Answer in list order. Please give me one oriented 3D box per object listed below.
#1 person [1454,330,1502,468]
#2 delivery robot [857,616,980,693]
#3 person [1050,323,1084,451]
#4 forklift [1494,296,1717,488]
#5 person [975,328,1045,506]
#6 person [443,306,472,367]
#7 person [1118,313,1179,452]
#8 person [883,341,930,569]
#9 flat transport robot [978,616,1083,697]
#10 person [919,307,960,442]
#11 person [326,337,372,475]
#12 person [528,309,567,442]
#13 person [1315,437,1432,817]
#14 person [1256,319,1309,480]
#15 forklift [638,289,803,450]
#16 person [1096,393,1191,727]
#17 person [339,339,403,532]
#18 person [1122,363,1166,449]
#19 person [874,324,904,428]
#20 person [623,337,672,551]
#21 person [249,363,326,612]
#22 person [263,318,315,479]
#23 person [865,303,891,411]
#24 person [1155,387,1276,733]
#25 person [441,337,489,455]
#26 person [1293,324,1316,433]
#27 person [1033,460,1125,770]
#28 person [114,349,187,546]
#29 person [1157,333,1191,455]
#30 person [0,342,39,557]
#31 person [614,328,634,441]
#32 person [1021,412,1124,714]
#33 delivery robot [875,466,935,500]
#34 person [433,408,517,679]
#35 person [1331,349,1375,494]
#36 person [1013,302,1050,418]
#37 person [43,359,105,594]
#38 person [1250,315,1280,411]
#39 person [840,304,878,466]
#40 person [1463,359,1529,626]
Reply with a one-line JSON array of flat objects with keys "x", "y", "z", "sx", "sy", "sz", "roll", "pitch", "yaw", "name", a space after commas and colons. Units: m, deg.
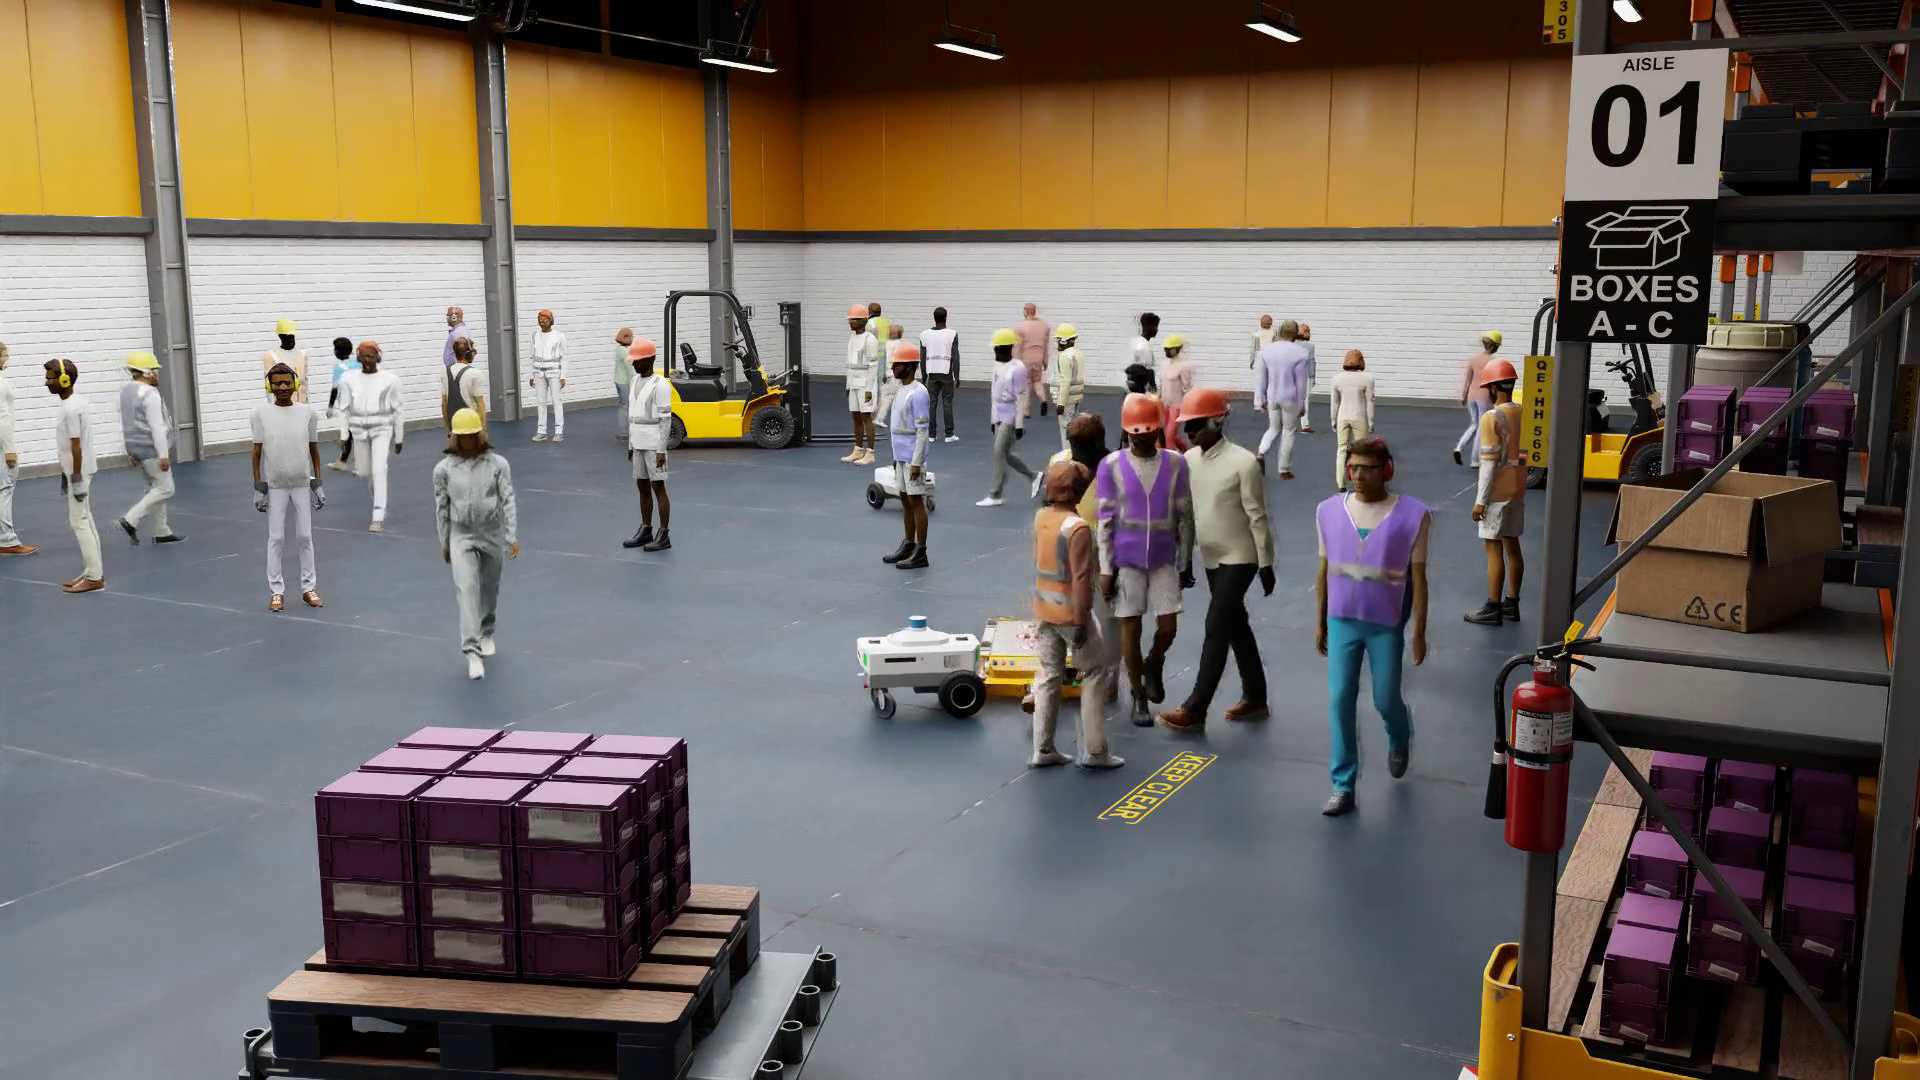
[{"x": 6.494, "y": -1.741, "z": 20.692, "sx": 0.486, "sy": 1.738, "sz": 0.541, "roll": -5, "pitch": 11, "yaw": -27, "name": "person"}, {"x": -0.248, "y": 0.689, "z": 9.766, "sx": 0.707, "sy": 0.478, "sz": 0.477, "roll": -1, "pitch": 10, "yaw": -8, "name": "delivery robot"}, {"x": 1.301, "y": -1.720, "z": 20.291, "sx": 0.404, "sy": 1.830, "sz": 0.599, "roll": 4, "pitch": 10, "yaw": 21, "name": "person"}, {"x": 7.296, "y": -1.677, "z": 18.993, "sx": 2.313, "sy": 2.155, "sz": 1.214, "roll": 5, "pitch": 11, "yaw": 27, "name": "forklift"}, {"x": 0.553, "y": -1.313, "z": 17.745, "sx": 0.799, "sy": 1.899, "sz": 0.595, "roll": -4, "pitch": 11, "yaw": -24, "name": "person"}, {"x": -7.339, "y": -2.452, "z": 24.312, "sx": 0.404, "sy": 1.911, "sz": 0.636, "roll": -2, "pitch": 10, "yaw": -9, "name": "person"}, {"x": 2.462, "y": -1.951, "z": 21.393, "sx": 0.975, "sy": 1.909, "sz": 0.621, "roll": -1, "pitch": 10, "yaw": -6, "name": "person"}, {"x": -0.453, "y": -0.722, "z": 14.204, "sx": 0.362, "sy": 1.939, "sz": 0.542, "roll": -4, "pitch": 11, "yaw": -21, "name": "person"}, {"x": 0.468, "y": 0.727, "z": 10.642, "sx": 0.652, "sy": 0.197, "sz": 1.431, "roll": 1, "pitch": 10, "yaw": 4, "name": "flat transport robot"}, {"x": -0.285, "y": -2.354, "z": 23.711, "sx": 0.587, "sy": 1.920, "sz": 0.392, "roll": 3, "pitch": 10, "yaw": 17, "name": "person"}, {"x": -7.472, "y": -1.611, "z": 20.117, "sx": 0.778, "sy": 1.660, "sz": 0.549, "roll": 1, "pitch": 10, "yaw": 8, "name": "person"}, {"x": -5.884, "y": -2.340, "z": 23.728, "sx": 0.575, "sy": 1.885, "sz": 0.355, "roll": 2, "pitch": 10, "yaw": 11, "name": "person"}, {"x": 2.010, "y": 0.390, "z": 8.104, "sx": 0.579, "sy": 1.820, "sz": 0.744, "roll": 6, "pitch": 11, "yaw": 31, "name": "person"}, {"x": 3.787, "y": -1.641, "z": 19.586, "sx": 0.627, "sy": 1.921, "sz": 0.589, "roll": 9, "pitch": 13, "yaw": 41, "name": "person"}, {"x": -3.358, "y": -2.392, "z": 23.136, "sx": 2.313, "sy": 2.155, "sz": 1.214, "roll": -1, "pitch": 10, "yaw": -5, "name": "forklift"}, {"x": 1.042, "y": 0.108, "z": 9.501, "sx": 0.553, "sy": 1.911, "sz": 0.515, "roll": -1, "pitch": 10, "yaw": -5, "name": "person"}, {"x": -5.744, "y": -1.043, "z": 16.311, "sx": 0.575, "sy": 1.855, "sz": 0.824, "roll": 0, "pitch": 10, "yaw": -2, "name": "person"}, {"x": 1.786, "y": -0.875, "z": 15.954, "sx": 0.816, "sy": 1.650, "sz": 0.568, "roll": -5, "pitch": 11, "yaw": -27, "name": "person"}, {"x": -1.012, "y": -2.531, "z": 25.683, "sx": 0.867, "sy": 1.595, "sz": 0.514, "roll": -6, "pitch": 12, "yaw": -32, "name": "person"}, {"x": -2.836, "y": -0.865, "z": 15.049, "sx": 0.544, "sy": 1.935, "sz": 0.361, "roll": 9, "pitch": 13, "yaw": 42, "name": "person"}, {"x": -5.064, "y": -0.401, "z": 12.549, "sx": 0.513, "sy": 1.872, "sz": 0.328, "roll": -6, "pitch": 12, "yaw": -32, "name": "person"}, {"x": -7.820, "y": -1.620, "z": 19.433, "sx": 0.367, "sy": 1.926, "sz": 0.594, "roll": 5, "pitch": 11, "yaw": 29, "name": "person"}, {"x": -1.456, "y": -3.122, "z": 28.379, "sx": 0.429, "sy": 1.843, "sz": 0.633, "roll": 7, "pitch": 12, "yaw": 35, "name": "person"}, {"x": 1.426, "y": 0.109, "z": 9.407, "sx": 0.915, "sy": 1.935, "sz": 0.640, "roll": -5, "pitch": 11, "yaw": -26, "name": "person"}, {"x": -5.004, "y": -1.132, "z": 16.851, "sx": 0.508, "sy": 1.844, "sz": 0.336, "roll": 4, "pitch": 11, "yaw": 23, "name": "person"}, {"x": 5.097, "y": -2.412, "z": 24.869, "sx": 0.499, "sy": 1.633, "sz": 0.279, "roll": 9, "pitch": 13, "yaw": 43, "name": "person"}, {"x": 0.590, "y": 0.391, "z": 8.663, "sx": 0.516, "sy": 1.620, "sz": 0.528, "roll": -5, "pitch": 11, "yaw": -27, "name": "person"}, {"x": -7.399, "y": -0.816, "z": 15.091, "sx": 0.607, "sy": 1.819, "sz": 0.593, "roll": 8, "pitch": 13, "yaw": 40, "name": "person"}, {"x": 2.593, "y": -1.602, "z": 19.870, "sx": 0.664, "sy": 1.745, "sz": 0.528, "roll": -6, "pitch": 12, "yaw": -32, "name": "person"}, {"x": -8.534, "y": -0.817, "z": 14.756, "sx": 0.627, "sy": 1.939, "sz": 0.371, "roll": 9, "pitch": 13, "yaw": 42, "name": "person"}, {"x": -4.807, "y": -2.220, "z": 23.831, "sx": 0.324, "sy": 1.615, "sz": 0.501, "roll": -4, "pitch": 11, "yaw": -24, "name": "person"}, {"x": 0.699, "y": 0.152, "z": 9.603, "sx": 0.672, "sy": 1.780, "sz": 0.931, "roll": 6, "pitch": 11, "yaw": 30, "name": "person"}, {"x": -0.577, "y": -0.625, "z": 17.377, "sx": 0.477, "sy": 0.478, "sz": 0.707, "roll": -8, "pitch": 12, "yaw": -37, "name": "delivery robot"}, {"x": -3.146, "y": -0.017, "z": 10.806, "sx": 0.487, "sy": 1.702, "sz": 0.891, "roll": -4, "pitch": 11, "yaw": -24, "name": "person"}, {"x": 4.369, "y": -1.306, "z": 18.498, "sx": 0.501, "sy": 1.631, "sz": 0.294, "roll": 7, "pitch": 12, "yaw": 34, "name": "person"}, {"x": 1.154, "y": -2.904, "z": 26.952, "sx": 0.663, "sy": 1.894, "sz": 0.515, "roll": -5, "pitch": 11, "yaw": -28, "name": "person"}, {"x": -7.036, "y": -0.507, "z": 13.203, "sx": 0.328, "sy": 1.862, "sz": 0.533, "roll": -5, "pitch": 11, "yaw": -25, "name": "person"}, {"x": 5.195, "y": -3.010, "z": 28.316, "sx": 0.523, "sy": 1.638, "sz": 0.310, "roll": 1, "pitch": 10, "yaw": 7, "name": "person"}, {"x": -1.277, "y": -1.965, "z": 21.099, "sx": 0.370, "sy": 2.044, "sz": 0.608, "roll": -7, "pitch": 12, "yaw": -34, "name": "person"}, {"x": 3.890, "y": -0.341, "z": 12.037, "sx": 0.543, "sy": 1.926, "sz": 0.383, "roll": -7, "pitch": 12, "yaw": -36, "name": "person"}]
